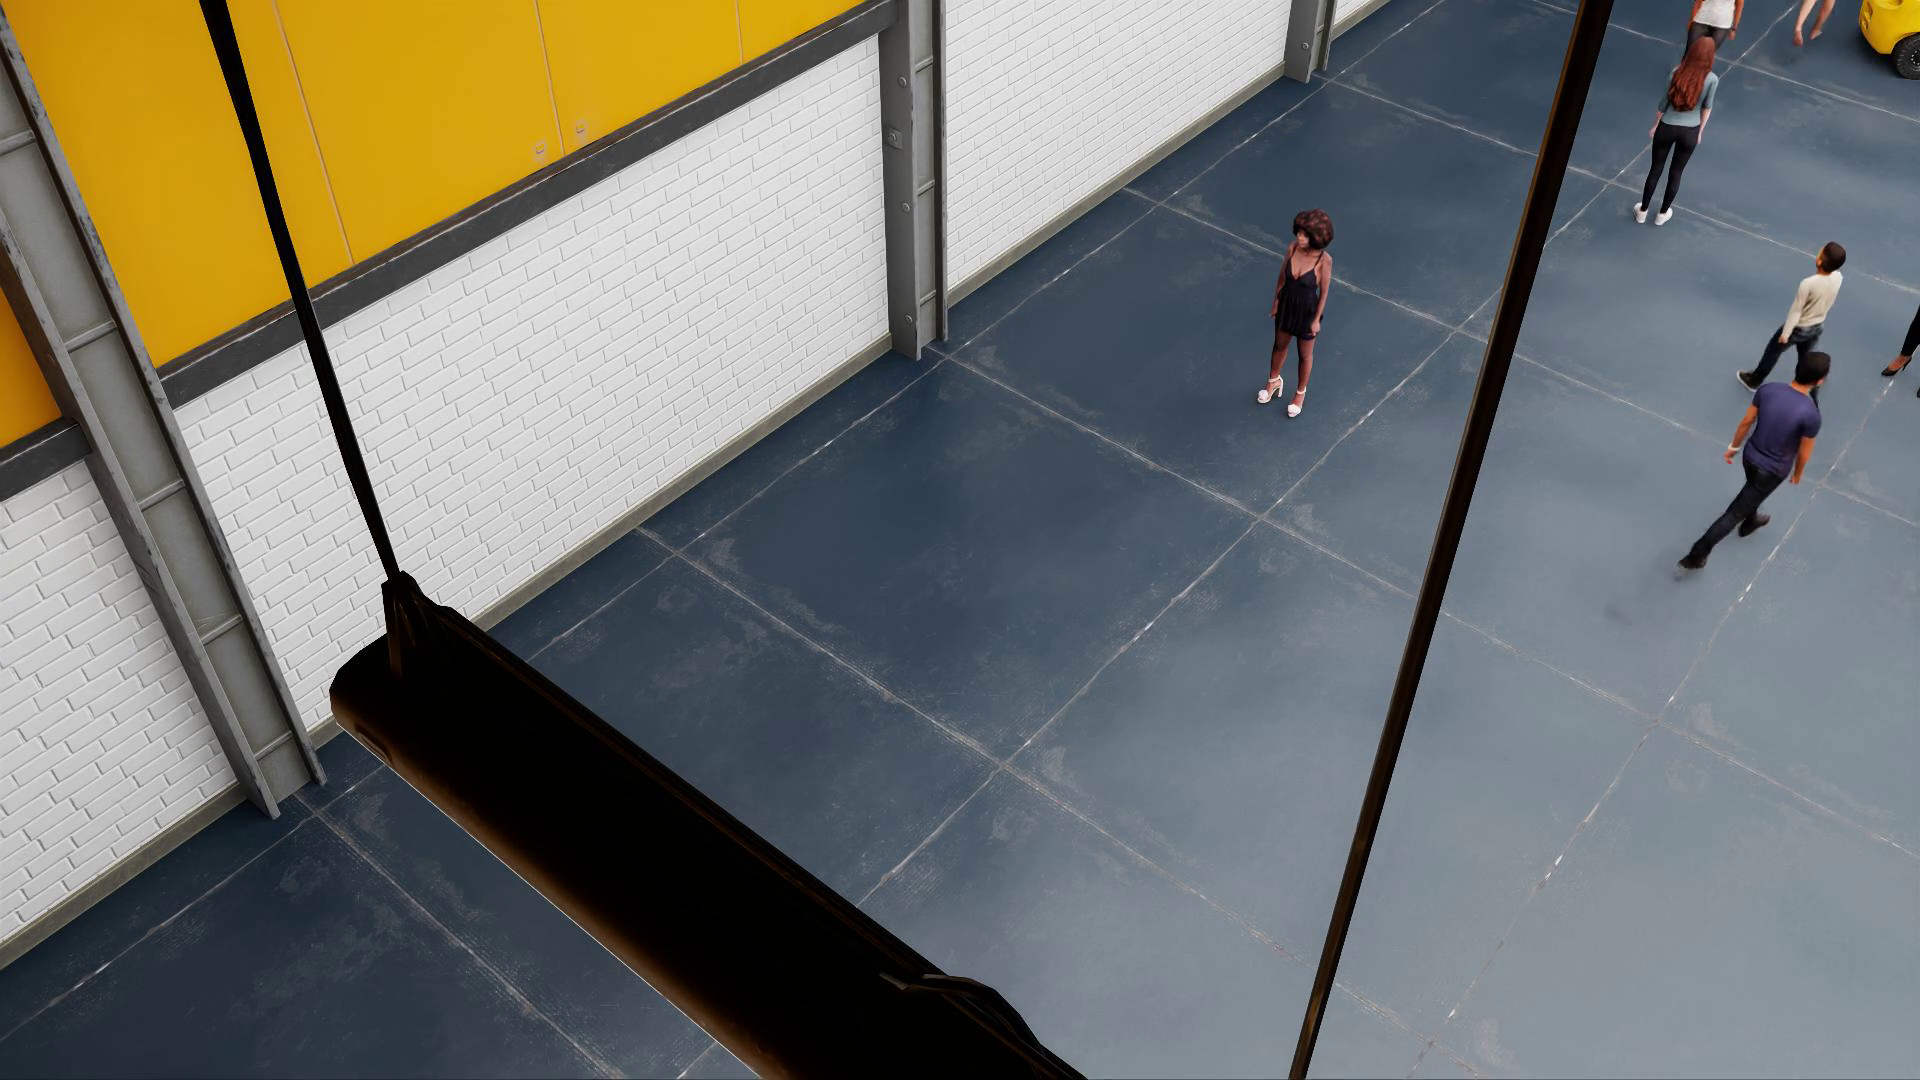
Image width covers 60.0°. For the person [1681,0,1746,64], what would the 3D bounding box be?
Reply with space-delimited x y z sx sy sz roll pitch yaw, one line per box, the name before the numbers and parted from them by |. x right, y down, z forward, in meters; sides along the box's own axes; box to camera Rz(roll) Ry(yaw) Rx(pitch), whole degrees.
person | 7.263 -5.035 16.076 0.685 1.634 0.700 10 45 11

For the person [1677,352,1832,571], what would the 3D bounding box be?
person | 5.349 -0.467 11.206 1.272 1.738 0.969 -20 47 -20

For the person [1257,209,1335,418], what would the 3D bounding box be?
person | 2.542 -1.703 12.466 0.558 1.788 0.524 31 52 28

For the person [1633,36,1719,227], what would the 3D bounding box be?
person | 6.218 -3.533 14.419 0.637 1.744 0.628 17 46 17

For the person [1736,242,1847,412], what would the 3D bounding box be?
person | 6.418 -1.558 12.562 1.010 1.446 0.954 -12 45 -12
